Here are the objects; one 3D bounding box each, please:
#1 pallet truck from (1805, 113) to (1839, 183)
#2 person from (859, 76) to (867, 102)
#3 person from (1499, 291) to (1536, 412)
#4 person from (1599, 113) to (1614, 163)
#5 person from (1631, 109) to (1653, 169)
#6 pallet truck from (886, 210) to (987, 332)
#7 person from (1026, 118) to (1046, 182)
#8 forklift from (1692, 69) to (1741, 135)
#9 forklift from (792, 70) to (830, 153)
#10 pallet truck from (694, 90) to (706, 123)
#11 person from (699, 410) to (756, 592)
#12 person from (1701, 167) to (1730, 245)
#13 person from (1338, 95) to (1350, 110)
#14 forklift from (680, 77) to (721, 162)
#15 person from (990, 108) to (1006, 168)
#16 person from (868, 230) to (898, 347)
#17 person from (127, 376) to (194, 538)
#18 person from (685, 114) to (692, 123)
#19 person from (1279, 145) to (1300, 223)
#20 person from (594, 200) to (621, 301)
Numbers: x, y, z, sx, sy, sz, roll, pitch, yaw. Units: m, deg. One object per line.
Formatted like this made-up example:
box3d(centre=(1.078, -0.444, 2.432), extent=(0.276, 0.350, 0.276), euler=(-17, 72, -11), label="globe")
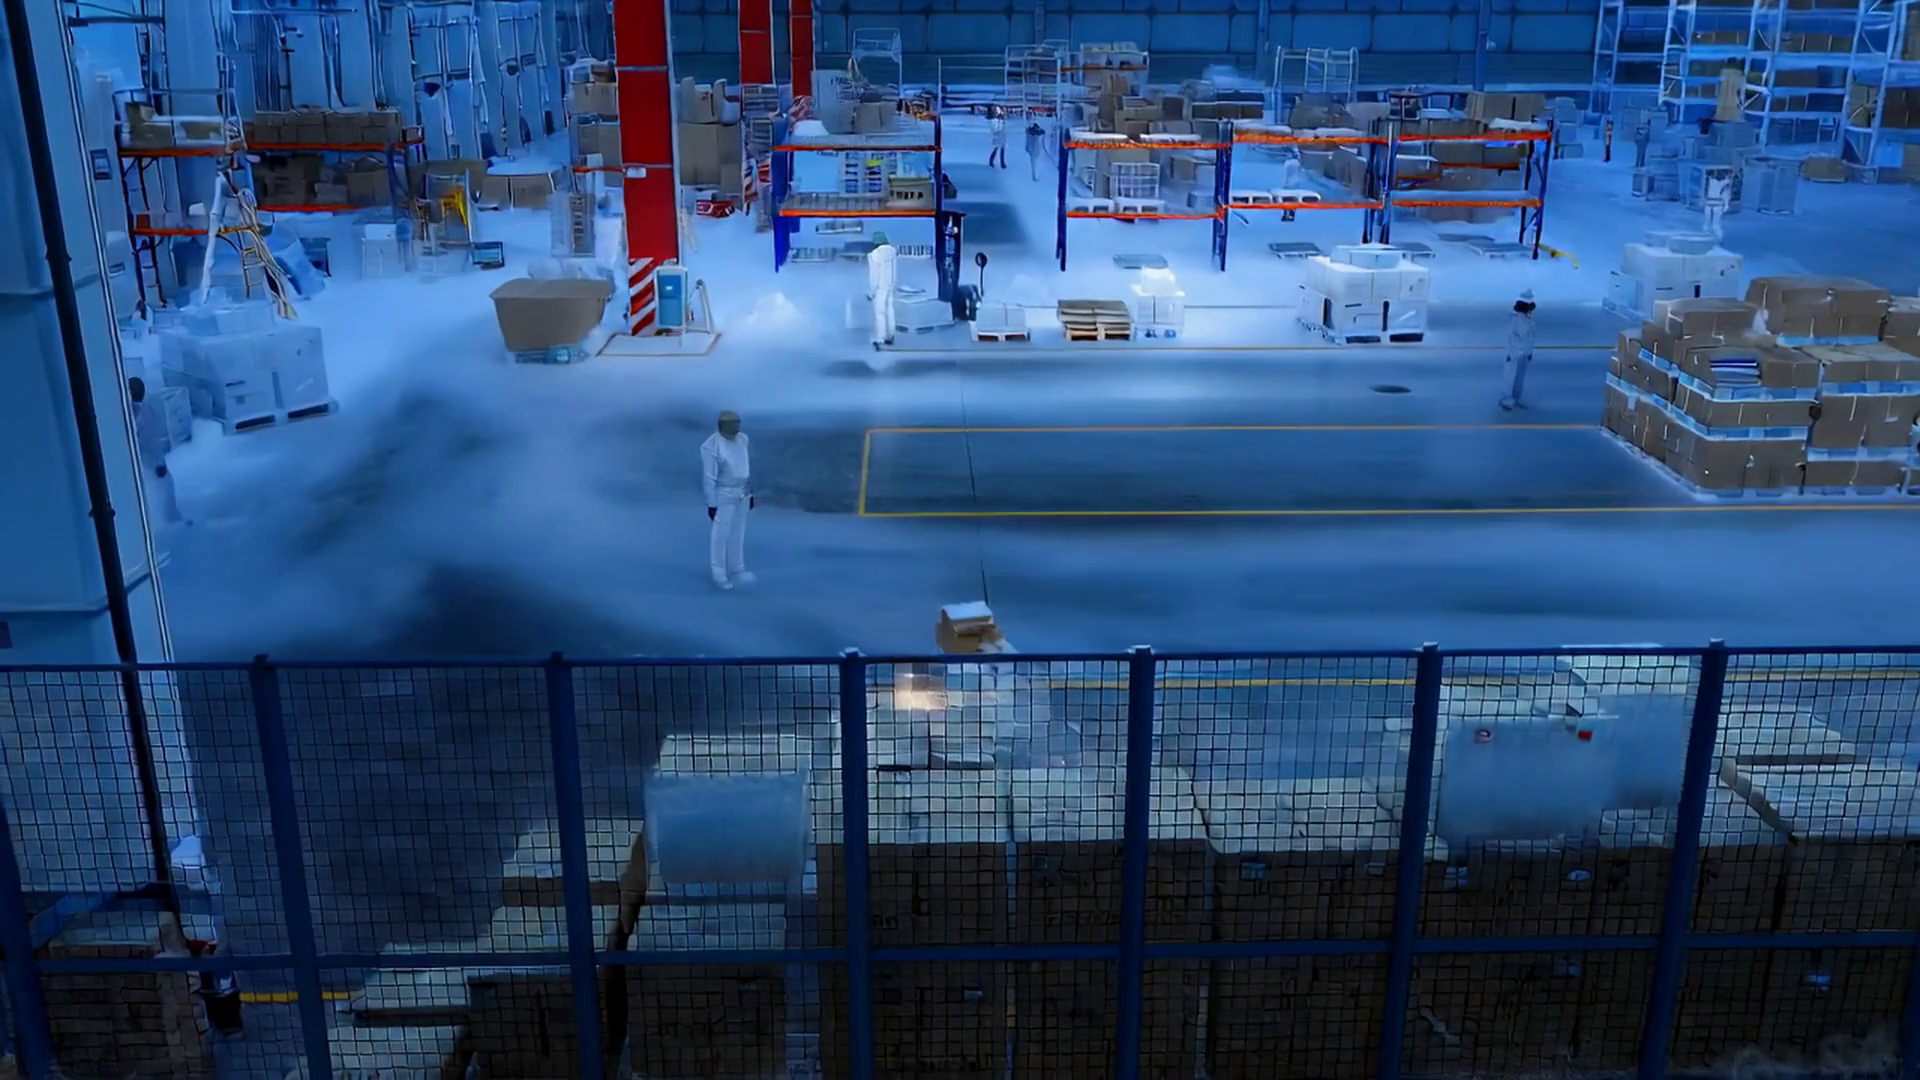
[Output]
box3d(centre=(26.403, -11.957, 50.702), extent=(0.823, 1.965, 1.885), euler=(6, 19, 16), label="pallet truck")
box3d(centre=(-4.183, -19.115, 72.065), extent=(0.390, 1.924, 0.625), euler=(1, 19, 4), label="person")
box3d(centre=(7.939, -2.673, 23.569), extent=(0.480, 1.733, 0.336), euler=(-11, 21, -28), label="person")
box3d(centre=(21.779, -13.534, 55.933), extent=(0.306, 1.640, 0.523), euler=(1, 19, 3), label="person")
box3d(centre=(22.152, -13.005, 53.952), extent=(0.397, 1.911, 0.587), euler=(-8, 20, -23), label="person")
box3d(centre=(-0.493, -4.759, 29.349), extent=(1.885, 1.965, 0.823), euler=(-13, 23, -34), label="pallet truck")
box3d(centre=(2.300, -11.814, 50.405), extent=(0.628, 1.926, 0.452), euler=(-2, 19, -7), label="person")
box3d(centre=(27.389, -15.397, 59.549), extent=(1.873, 2.768, 1.129), euler=(-1, 19, -1), label="forklift")
box3d(centre=(-4.981, -15.241, 59.083), extent=(1.873, 2.768, 1.129), euler=(-10, 21, -28), label="forklift")
box3d(centre=(-9.671, -15.907, 62.421), extent=(0.823, 1.965, 1.885), euler=(5, 19, 15), label="pallet truck")
box3d(centre=(-2.303, -0.412, 16.705), extent=(0.429, 1.837, 0.620), euler=(13, 23, 34), label="person")
box3d(centre=(17.213, -7.567, 37.894), extent=(0.636, 1.867, 0.576), euler=(-17, 25, -41), label="person")
box3d(centre=(14.967, -16.503, 64.790), extent=(0.628, 1.588, 0.828), euler=(-12, 22, -31), label="person")
box3d(centre=(-8.944, -13.866, 55.007), extent=(1.873, 2.768, 1.129), euler=(-1, 19, -1), label="forklift")
box3d(centre=(1.243, -13.165, 54.429), extent=(0.548, 1.915, 0.740), euler=(-9, 20, -24), label="person")
box3d(centre=(-1.303, -4.197, 27.777), extent=(0.372, 1.939, 0.631), euler=(14, 23, 36), label="person")
box3d(centre=(-8.876, -0.905, 18.202), extent=(0.653, 1.805, 0.852), euler=(5, 19, 15), label="person")
box3d(centre=(-8.934, -13.142, 54.689), extent=(0.320, 1.692, 0.531), euler=(3, 19, 9), label="person")
box3d(centre=(8.314, -8.975, 41.964), extent=(0.589, 1.928, 0.385), euler=(-16, 25, -40), label="person")
box3d(centre=(-6.729, -5.542, 31.781), extent=(0.572, 1.925, 0.542), euler=(10, 21, 28), label="person")
